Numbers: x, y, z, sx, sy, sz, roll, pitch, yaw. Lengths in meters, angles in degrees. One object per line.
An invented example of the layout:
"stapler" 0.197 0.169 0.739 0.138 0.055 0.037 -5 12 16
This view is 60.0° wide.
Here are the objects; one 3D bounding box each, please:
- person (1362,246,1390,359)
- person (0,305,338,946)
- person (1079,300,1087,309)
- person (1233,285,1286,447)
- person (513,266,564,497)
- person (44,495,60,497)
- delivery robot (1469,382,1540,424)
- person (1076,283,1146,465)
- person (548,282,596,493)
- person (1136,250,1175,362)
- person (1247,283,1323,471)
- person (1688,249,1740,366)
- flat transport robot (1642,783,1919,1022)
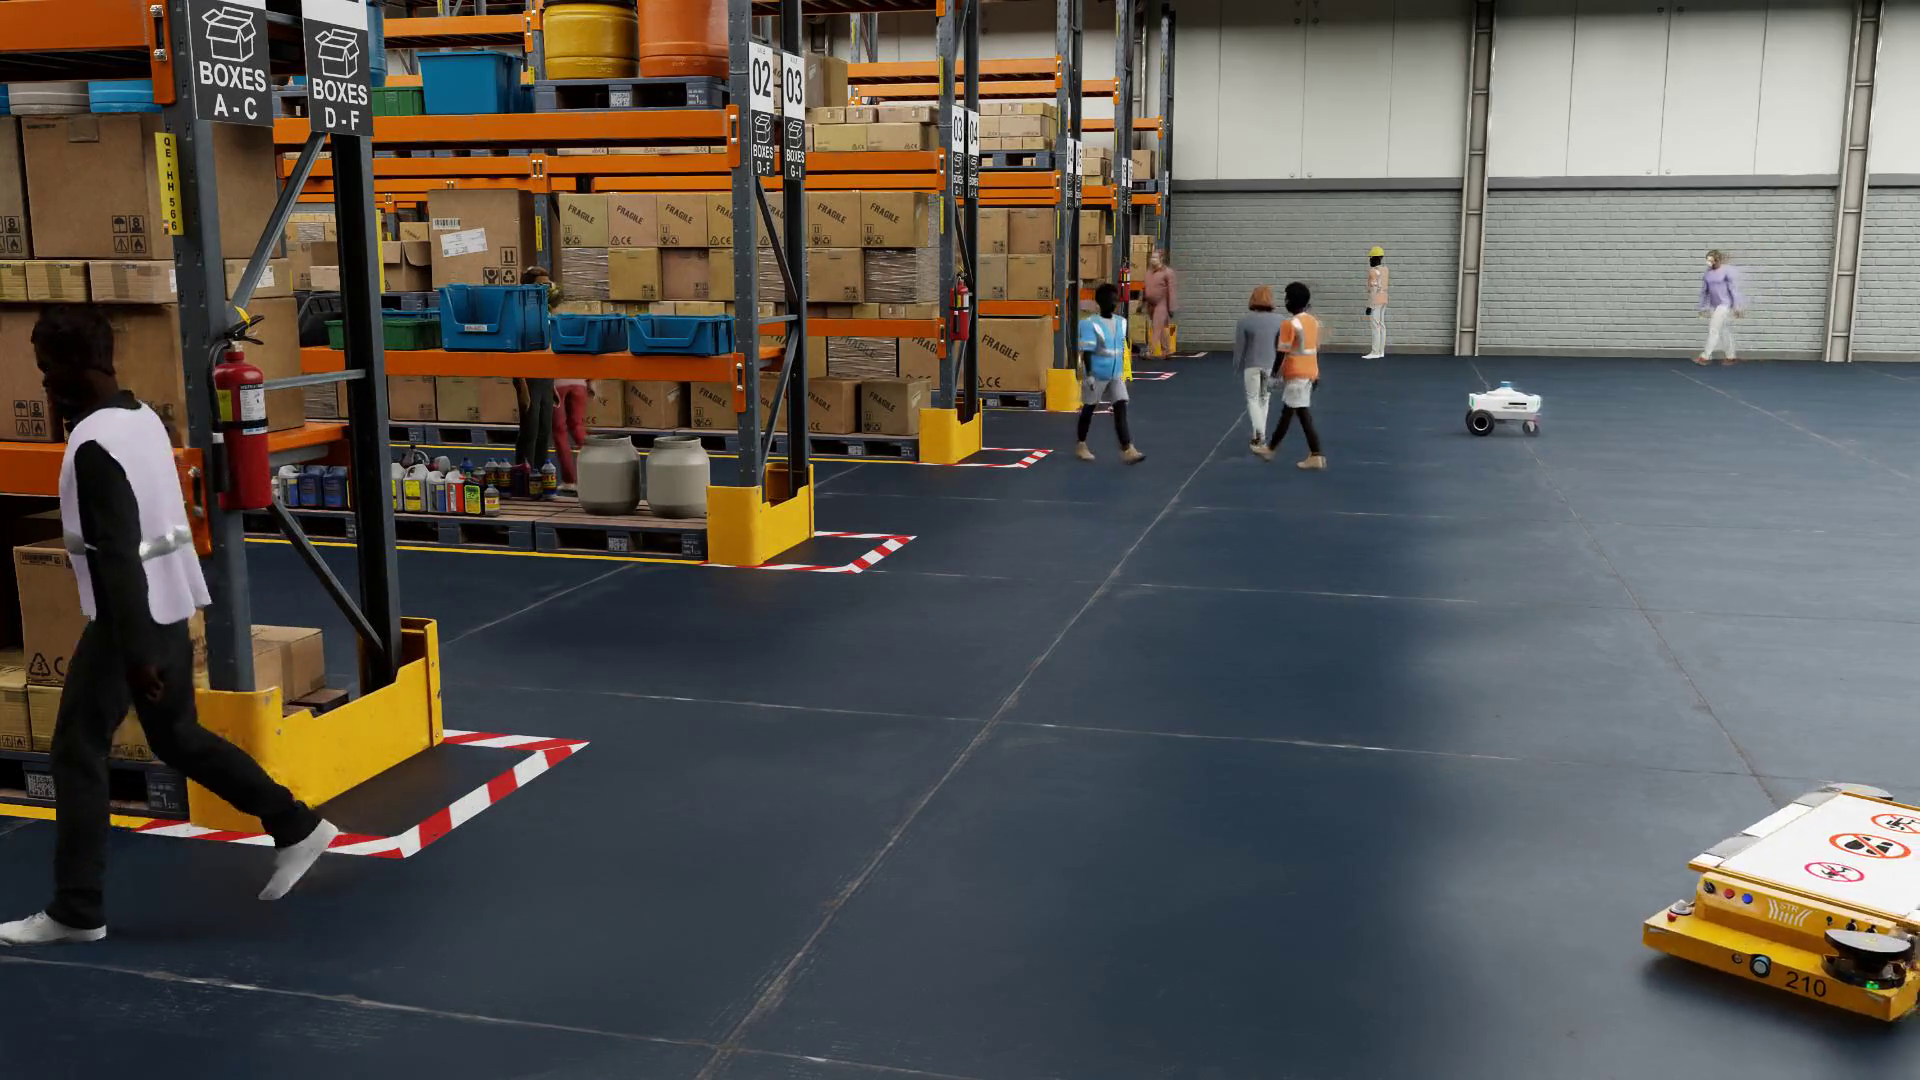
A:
"person" 7.174 -4.086 28.690 0.372 1.928 0.584 8 13 36
"person" -2.385 0.234 4.957 0.872 1.866 0.596 -2 10 -12
"person" 1.822 -3.715 26.404 0.489 2.020 0.605 2 10 10
"person" 2.932 -1.673 16.215 0.505 1.610 0.747 -1 10 -4
"person" -3.215 -1.151 12.657 0.343 1.847 0.507 3 11 14
"person" -5.511 -0.630 10.393 0.683 1.618 0.522 2 10 9
"delivery robot" 5.717 -1.421 17.467 0.707 0.478 0.477 3 11 14
"person" 1.335 -1.508 15.164 0.548 1.641 0.886 -6 12 -32
"person" -3.211 -1.221 13.382 0.559 1.730 0.422 -9 13 -40
"person" 3.271 -3.933 28.011 0.996 1.862 0.638 -7 13 -35
"person" 2.931 -1.462 14.881 0.846 1.649 0.557 8 13 38
"person" 12.303 -3.763 27.009 1.019 1.877 0.653 -2 11 -13
"flat transport robot" 2.685 1.025 4.963 1.431 0.197 0.652 -9 14 -42
